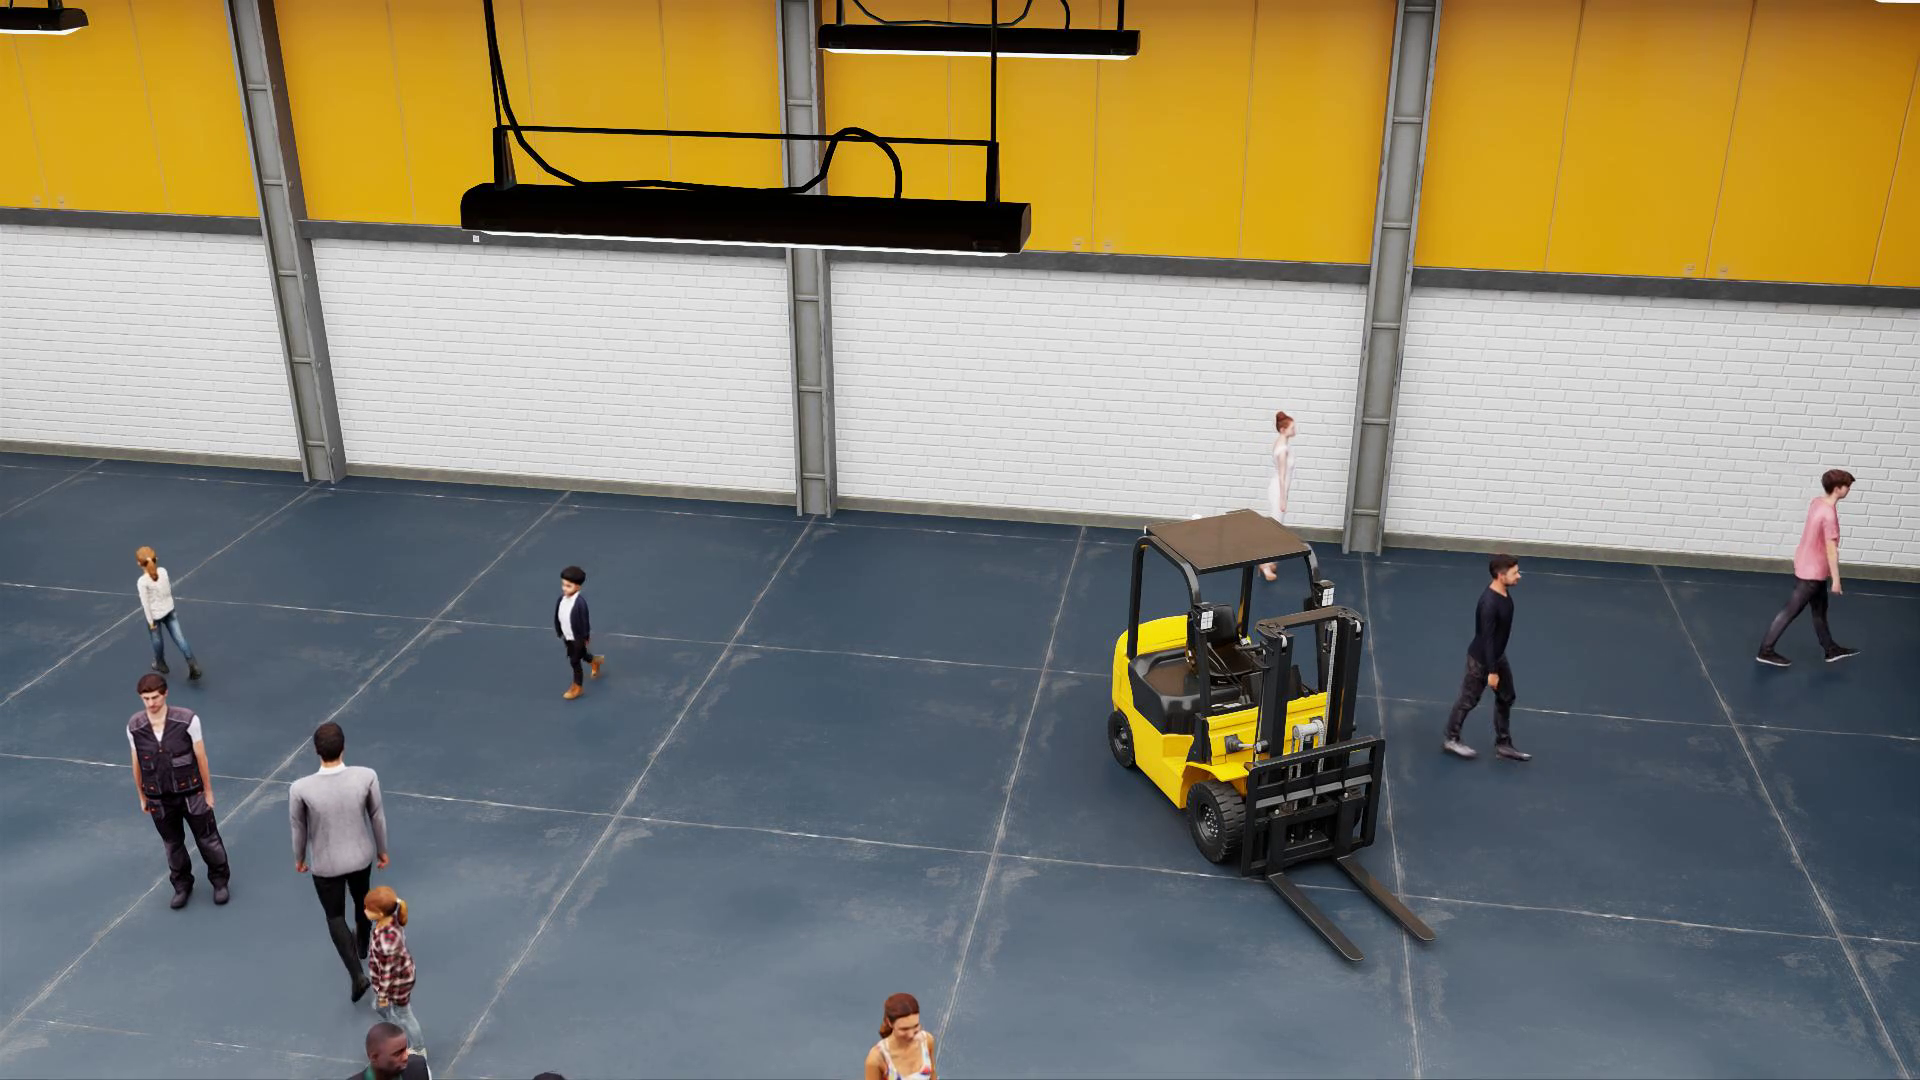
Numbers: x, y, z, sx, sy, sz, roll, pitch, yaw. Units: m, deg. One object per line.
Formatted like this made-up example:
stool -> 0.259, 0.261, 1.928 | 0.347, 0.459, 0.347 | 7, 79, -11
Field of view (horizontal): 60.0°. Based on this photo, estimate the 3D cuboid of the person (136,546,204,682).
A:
person -> -7.077, 0.686, 14.851 | 0.988, 1.289, 0.724 | 15, 28, 31

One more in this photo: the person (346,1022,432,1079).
person -> -2.968, 3.193, 8.504 | 1.234, 1.779, 1.281 | -14, 27, -30

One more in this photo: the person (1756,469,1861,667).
person -> 7.564, 0.276, 14.996 | 1.118, 1.924, 0.727 | 6, 24, 13

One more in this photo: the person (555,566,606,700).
person -> -3.377, 0.782, 14.729 | 0.783, 1.212, 0.768 | 17, 29, 34

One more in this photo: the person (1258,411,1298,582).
person -> 3.207, -0.449, 16.824 | 0.506, 1.788, 0.558 | 5, 24, 11

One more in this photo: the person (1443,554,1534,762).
person -> 4.192, 0.952, 13.551 | 1.054, 1.843, 0.874 | 15, 28, 30

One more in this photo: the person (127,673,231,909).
person -> -5.516, 1.750, 11.723 | 0.645, 1.846, 0.783 | -5, 24, -11

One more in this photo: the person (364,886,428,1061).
person -> -3.425, 2.687, 10.262 | 0.709, 1.299, 0.656 | -6, 24, -14

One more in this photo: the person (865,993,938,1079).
person -> -0.353, 3.070, 8.800 | 0.969, 1.768, 1.003 | -13, 27, -28

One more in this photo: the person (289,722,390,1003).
person -> -4.024, 2.092, 10.842 | 1.190, 1.925, 1.237 | -14, 27, -30
